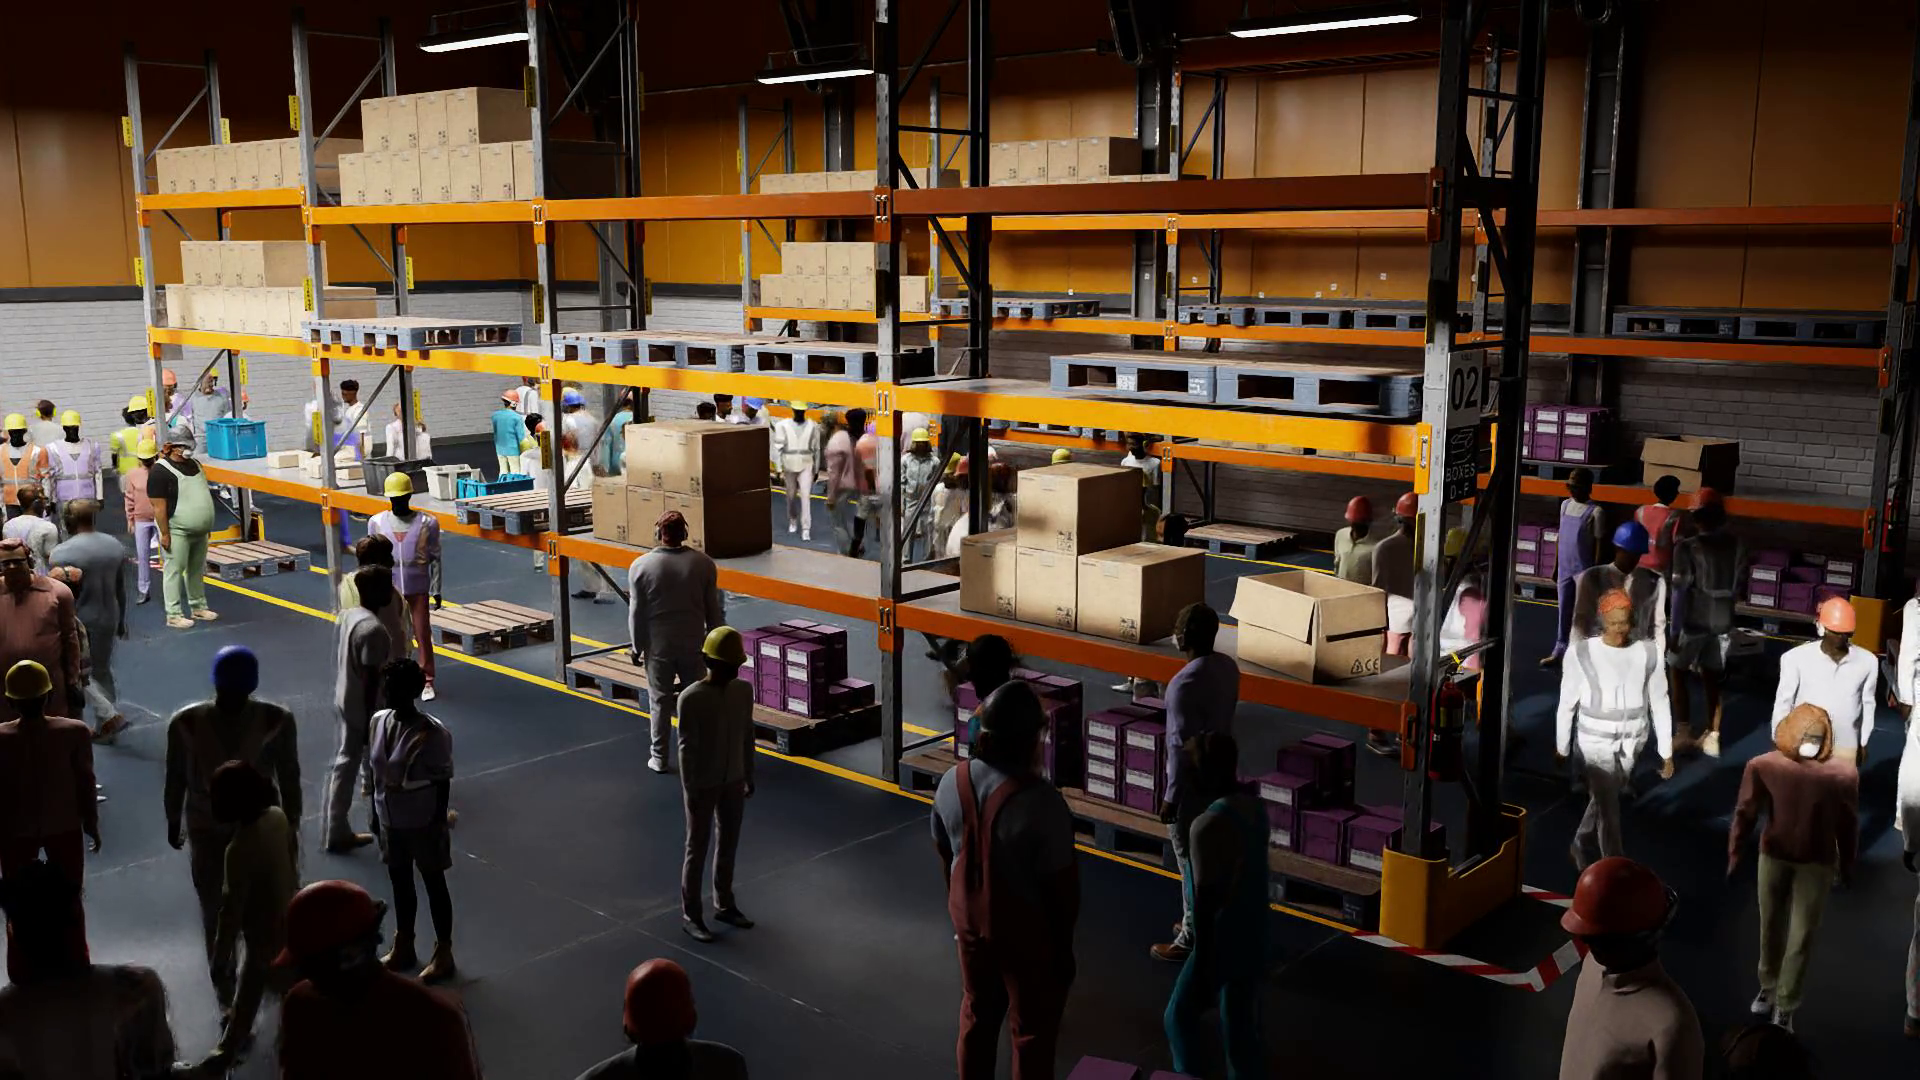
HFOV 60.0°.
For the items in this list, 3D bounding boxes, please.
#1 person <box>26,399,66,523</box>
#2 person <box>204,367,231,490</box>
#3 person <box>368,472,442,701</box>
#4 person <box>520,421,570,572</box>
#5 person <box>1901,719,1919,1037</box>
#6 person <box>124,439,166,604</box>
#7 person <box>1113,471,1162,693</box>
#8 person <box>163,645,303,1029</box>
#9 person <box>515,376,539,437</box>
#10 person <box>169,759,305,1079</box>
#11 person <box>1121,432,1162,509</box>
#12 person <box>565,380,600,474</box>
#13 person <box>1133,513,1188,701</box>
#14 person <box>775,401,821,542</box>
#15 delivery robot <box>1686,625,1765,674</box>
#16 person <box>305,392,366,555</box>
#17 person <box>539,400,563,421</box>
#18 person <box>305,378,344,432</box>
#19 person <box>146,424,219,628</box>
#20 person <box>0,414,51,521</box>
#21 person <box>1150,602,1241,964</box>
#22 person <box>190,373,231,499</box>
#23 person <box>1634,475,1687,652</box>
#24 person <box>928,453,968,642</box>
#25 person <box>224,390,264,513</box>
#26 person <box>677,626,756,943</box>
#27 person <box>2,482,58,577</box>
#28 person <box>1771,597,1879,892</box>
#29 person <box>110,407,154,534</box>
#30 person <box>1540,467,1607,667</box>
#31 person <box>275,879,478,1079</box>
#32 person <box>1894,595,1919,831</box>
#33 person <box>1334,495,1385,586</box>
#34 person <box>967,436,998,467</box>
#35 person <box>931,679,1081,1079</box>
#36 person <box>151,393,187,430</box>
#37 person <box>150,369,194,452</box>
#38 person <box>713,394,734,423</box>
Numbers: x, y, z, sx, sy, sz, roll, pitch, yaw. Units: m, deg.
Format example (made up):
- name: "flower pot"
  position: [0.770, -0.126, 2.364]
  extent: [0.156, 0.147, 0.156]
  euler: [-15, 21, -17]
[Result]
- name: "person"
  position: [-11.688, -0.893, 21.352]
  extent: [0.504, 1.826, 0.922]
  euler: [-5, 11, -27]
- name: "person"
  position: [-11.583, -1.737, 25.870]
  extent: [0.389, 1.921, 0.587]
  euler: [6, 12, 30]
- name: "person"
  position: [-4.599, 0.392, 13.796]
  extent: [0.594, 1.926, 0.366]
  euler: [-1, 10, -7]
- name: "person"
  position: [-4.811, -0.505, 19.352]
  extent: [0.560, 1.753, 0.328]
  euler: [-1, 10, -5]
- name: "person"
  position: [4.738, 1.470, 7.832]
  extent: [0.575, 1.882, 0.355]
  euler: [10, 14, 43]
- name: "person"
  position: [-8.545, -0.198, 17.610]
  extent: [0.524, 1.760, 0.326]
  euler: [-4, 11, -19]
- name: "person"
  position: [1.489, 0.341, 14.091]
  extent: [0.386, 1.922, 0.594]
  euler: [6, 12, 29]
- name: "person"
  position: [-3.581, 1.410, 8.212]
  extent: [0.639, 1.865, 1.010]
  euler: [-5, 11, -25]
- name: "person"
  position: [-6.758, -1.742, 26.026]
  extent: [0.567, 1.878, 0.352]
  euler: [9, 14, 43]
- name: "person"
  position: [-3.075, 1.719, 7.249]
  extent: [0.890, 1.574, 0.513]
  euler: [-1, 10, -3]
- name: "person"
  position: [1.908, -0.262, 17.711]
  extent: [0.519, 1.856, 0.350]
  euler: [8, 13, 37]
- name: "person"
  position: [-6.355, -1.913, 27.484]
  extent: [0.504, 1.692, 0.657]
  euler: [5, 11, 27]
- name: "person"
  position: [1.514, 0.707, 12.307]
  extent: [0.431, 1.834, 0.633]
  euler: [-8, 13, -39]
- name: "person"
  position: [-2.103, -0.972, 21.635]
  extent: [0.585, 1.889, 0.940]
  euler: [-1, 10, -6]
- name: "delivery robot"
  position: [6.629, 0.913, 14.461]
  extent: [0.707, 0.478, 0.477]
  euler: [-3, 11, -18]
- name: "person"
  position: [-7.715, -0.856, 20.531]
  extent: [0.810, 2.000, 0.688]
  euler: [7, 12, 36]
- name: "person"
  position: [-6.586, -1.772, 26.923]
  extent: [0.399, 1.619, 0.538]
  euler: [7, 12, 34]
- name: "person"
  position: [-9.164, -1.417, 24.043]
  extent: [0.559, 1.922, 0.647]
  euler: [-1, 10, -5]
- name: "person"
  position: [-7.702, -0.156, 16.571]
  extent: [0.537, 2.000, 0.684]
  euler: [2, 10, 13]
- name: "person"
  position: [-10.443, -0.447, 18.532]
  extent: [0.591, 1.930, 0.357]
  euler: [-2, 10, -9]
- name: "person"
  position: [1.240, 1.276, 8.764]
  extent: [0.373, 1.940, 0.630]
  euler: [6, 12, 31]
- name: "person"
  position: [-11.177, -1.541, 24.775]
  extent: [0.643, 1.911, 0.411]
  euler: [-8, 13, -38]
- name: "person"
  position: [6.446, 0.239, 15.366]
  extent: [0.324, 1.684, 0.546]
  euler: [-7, 12, -33]
- name: "person"
  position: [-0.054, 0.066, 15.918]
  extent: [0.600, 1.827, 0.403]
  euler: [6, 12, 29]
- name: "person"
  position: [-10.192, -1.258, 23.613]
  extent: [0.564, 1.752, 0.339]
  euler: [7, 12, 36]
- name: "person"
  position: [-1.303, 1.320, 9.066]
  extent: [0.375, 1.752, 0.518]
  euler: [9, 14, 42]
- name: "person"
  position: [-7.630, 0.438, 13.772]
  extent: [0.517, 1.842, 0.327]
  euler: [2, 10, 12]
- name: "person"
  position: [5.211, 1.158, 10.073]
  extent: [0.579, 1.716, 0.877]
  euler: [2, 10, 12]
- name: "person"
  position: [-10.881, -0.924, 21.925]
  extent: [0.559, 1.684, 0.446]
  euler: [-9, 13, -40]
- name: "person"
  position: [5.466, 0.264, 14.758]
  extent: [0.345, 1.843, 0.504]
  euler: [-5, 11, -26]
- name: "person"
  position: [-1.667, 1.937, 4.970]
  extent: [0.781, 1.972, 0.465]
  euler: [2, 10, 12]
- name: "person"
  position: [6.268, 0.975, 10.643]
  extent: [0.581, 1.883, 0.369]
  euler: [-3, 10, -15]
- name: "person"
  position: [3.277, 0.480, 13.843]
  extent: [0.646, 1.724, 0.590]
  euler: [-8, 13, -40]
- name: "person"
  position: [0.234, -0.420, 18.617]
  extent: [0.384, 1.845, 0.570]
  euler: [-5, 11, -27]
- name: "person"
  position: [0.244, 1.562, 6.857]
  extent: [0.684, 2.000, 0.538]
  euler: [9, 14, 42]
- name: "person"
  position: [-10.499, -1.033, 22.092]
  extent: [0.508, 1.845, 0.345]
  euler: [-9, 13, -40]
- name: "person"
  position: [-11.264, -1.422, 23.755]
  extent: [0.609, 2.035, 0.414]
  euler: [-4, 11, -22]
- name: "person"
  position: [-3.068, -0.957, 21.357]
  extent: [0.384, 1.956, 0.606]
  euler: [1, 10, 5]
